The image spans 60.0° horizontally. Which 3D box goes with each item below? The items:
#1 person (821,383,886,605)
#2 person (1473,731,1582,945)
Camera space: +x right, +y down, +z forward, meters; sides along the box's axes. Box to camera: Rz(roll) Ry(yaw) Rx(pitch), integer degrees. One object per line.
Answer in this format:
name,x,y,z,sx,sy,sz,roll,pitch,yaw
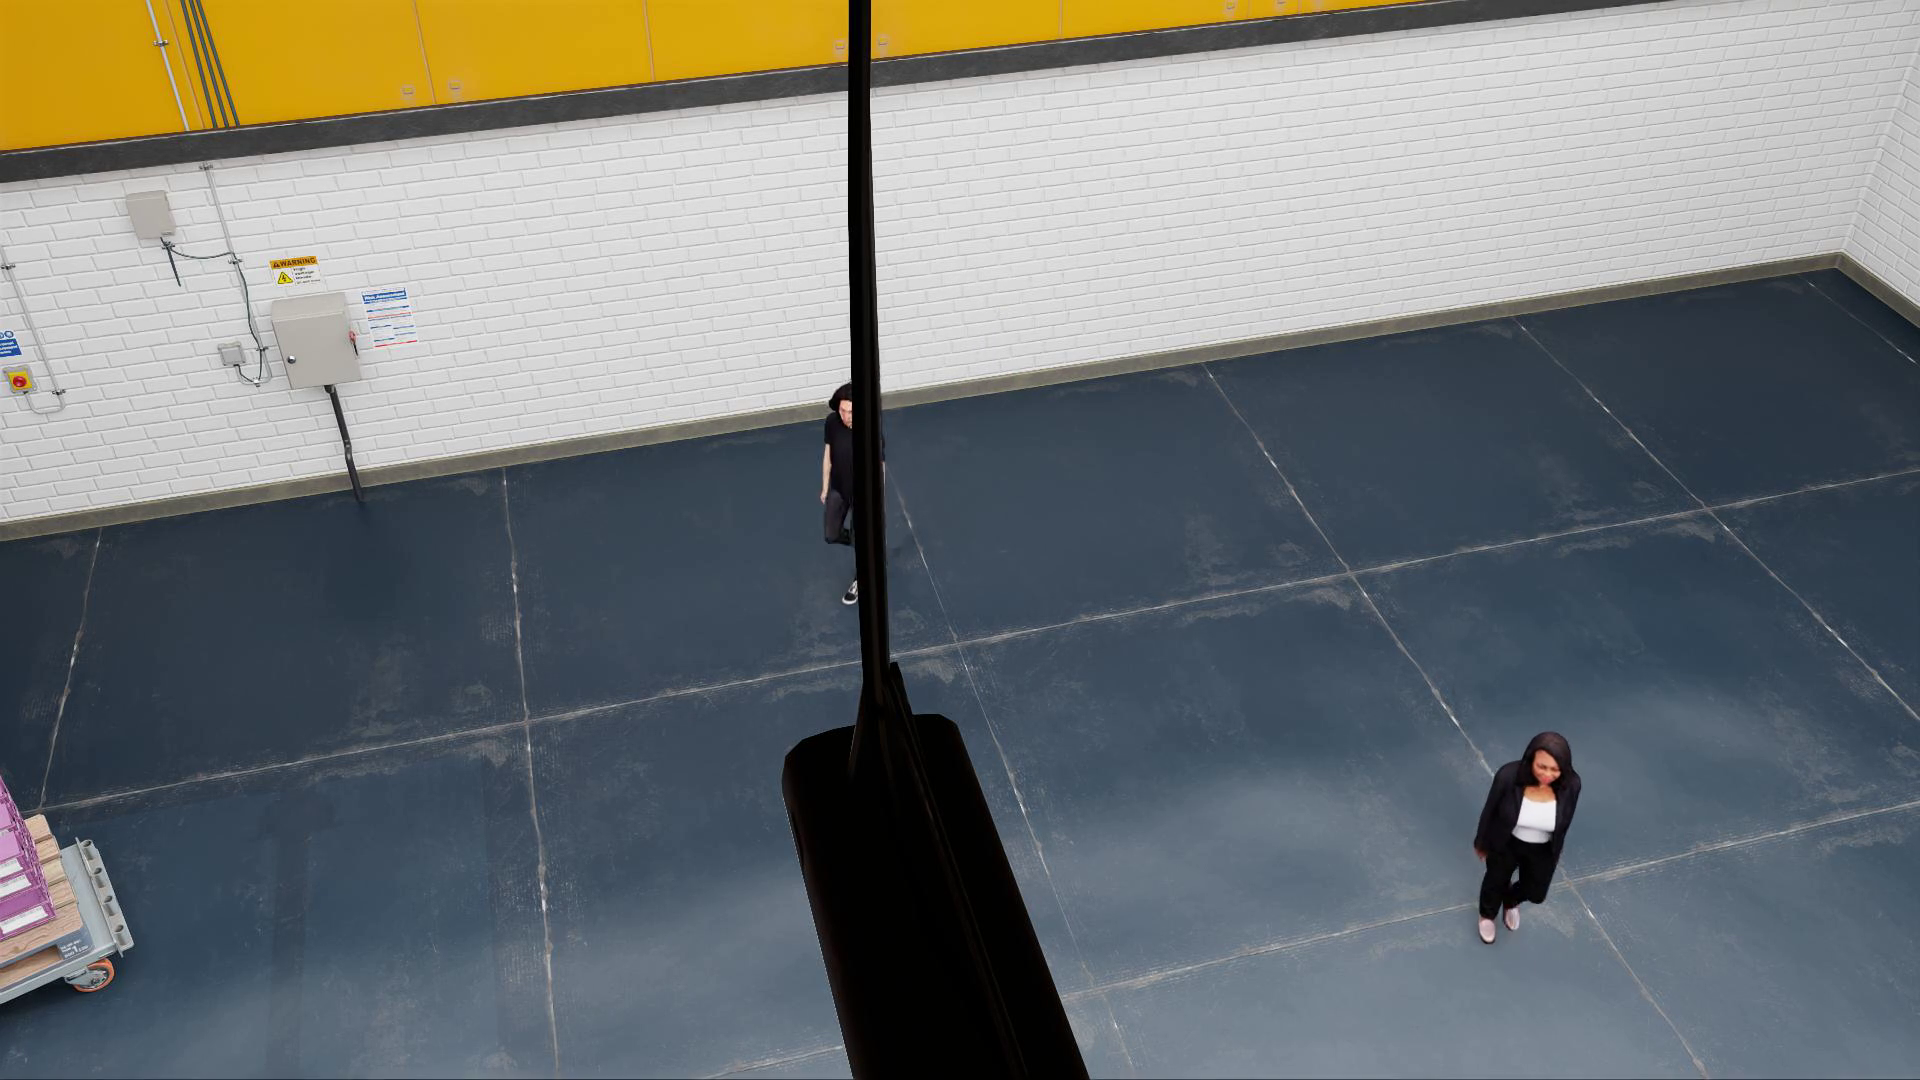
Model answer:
person,-0.690,-0.389,11.568,0.847,1.818,0.908,21,43,24
person,3.106,1.604,9.244,0.754,1.604,0.765,3,39,3
